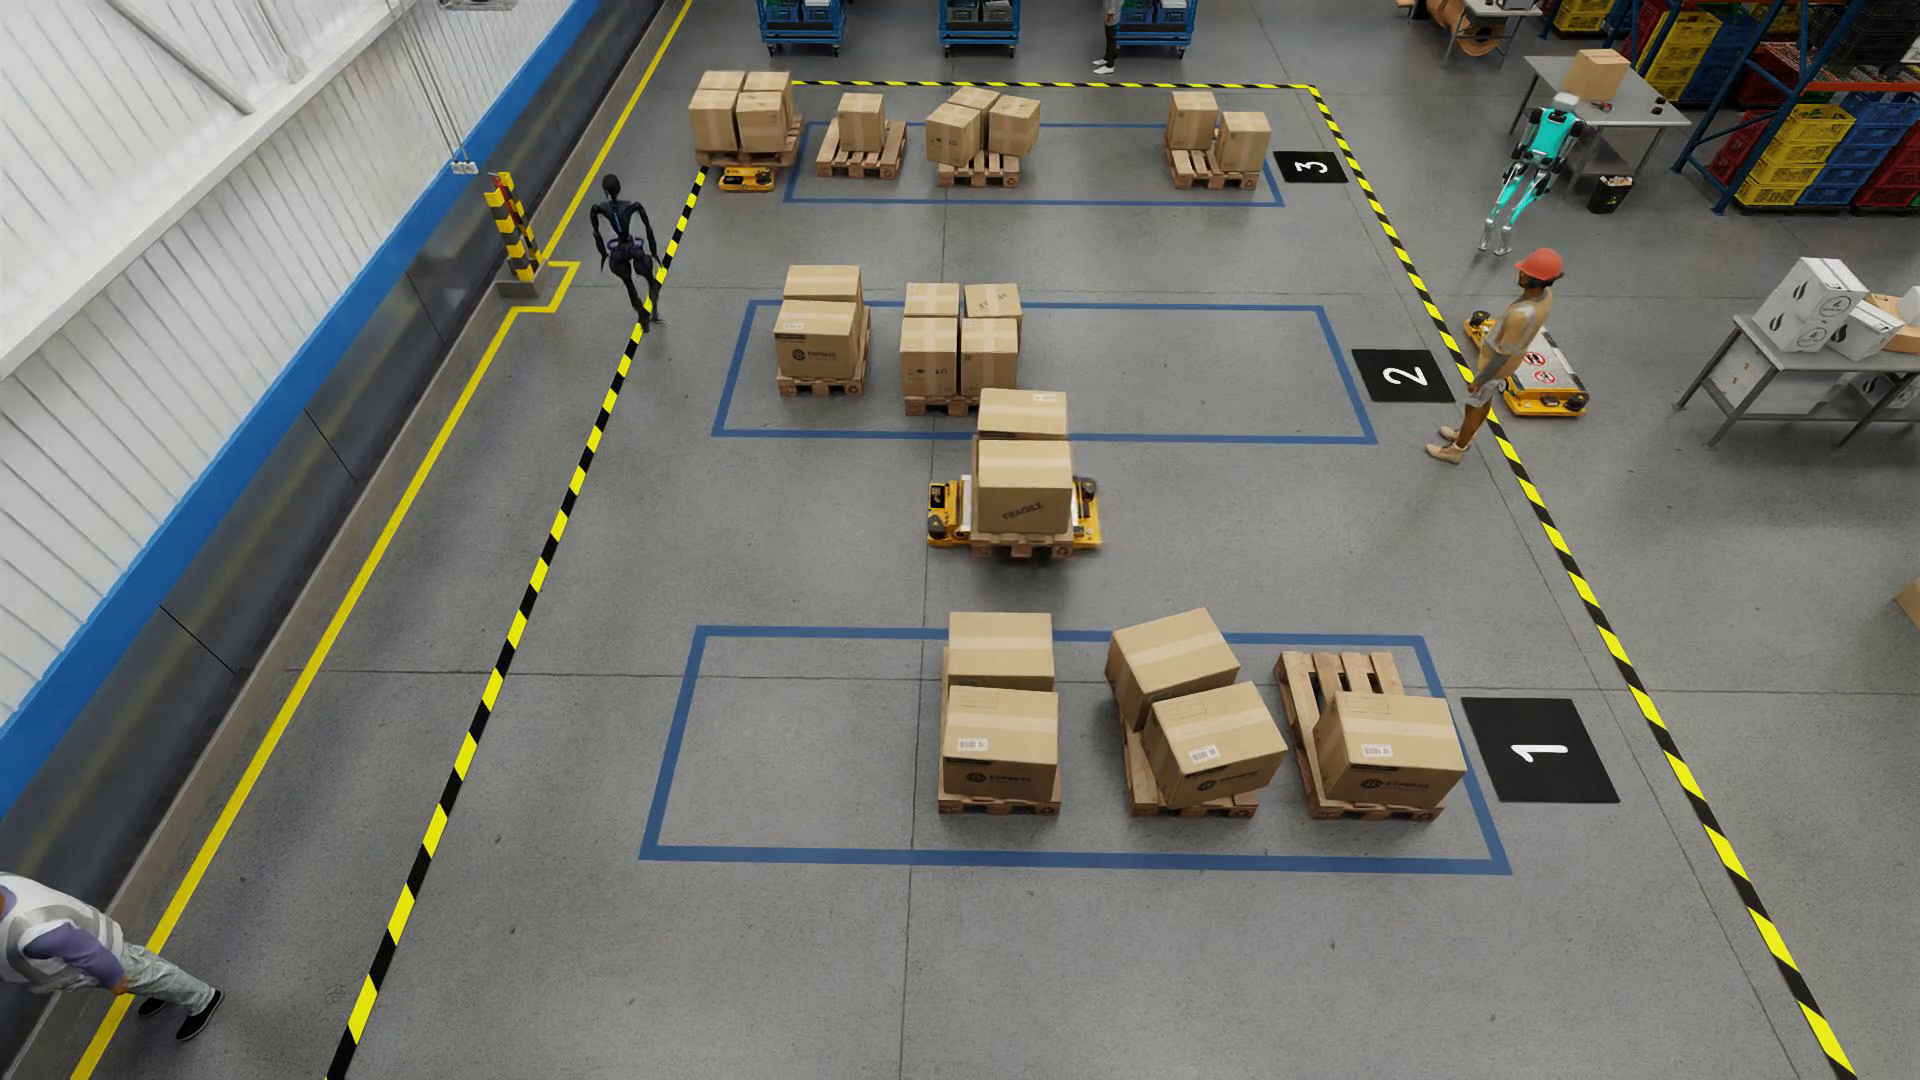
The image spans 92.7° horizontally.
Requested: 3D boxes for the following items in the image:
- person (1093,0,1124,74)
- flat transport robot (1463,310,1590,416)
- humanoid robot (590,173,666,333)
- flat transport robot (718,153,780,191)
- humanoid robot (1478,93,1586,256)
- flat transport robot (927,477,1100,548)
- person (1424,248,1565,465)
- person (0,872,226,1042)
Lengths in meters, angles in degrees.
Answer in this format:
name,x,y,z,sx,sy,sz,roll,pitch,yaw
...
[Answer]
name,x,y,z,sx,sy,sz,roll,pitch,yaw
person,2.152,-7.707,13.156,0.386,1.850,0.599,4,49,3
flat transport robot,5.573,-1.757,9.054,0.659,0.231,1.431,1,49,1
humanoid robot,-3.270,-2.792,9.020,0.599,1.650,0.386,-8,50,-7
flat transport robot,-2.656,-4.944,11.795,0.652,0.197,1.431,1,49,1
humanoid robot,5.993,-3.815,9.777,0.735,1.674,0.533,-36,58,-27
flat transport robot,0.445,-0.249,7.731,1.431,0.197,0.652,1,49,1
person,4.451,-1.492,7.652,0.393,2.042,0.609,37,58,27
person,-4.494,2.114,4.665,0.590,1.837,0.404,20,52,16
